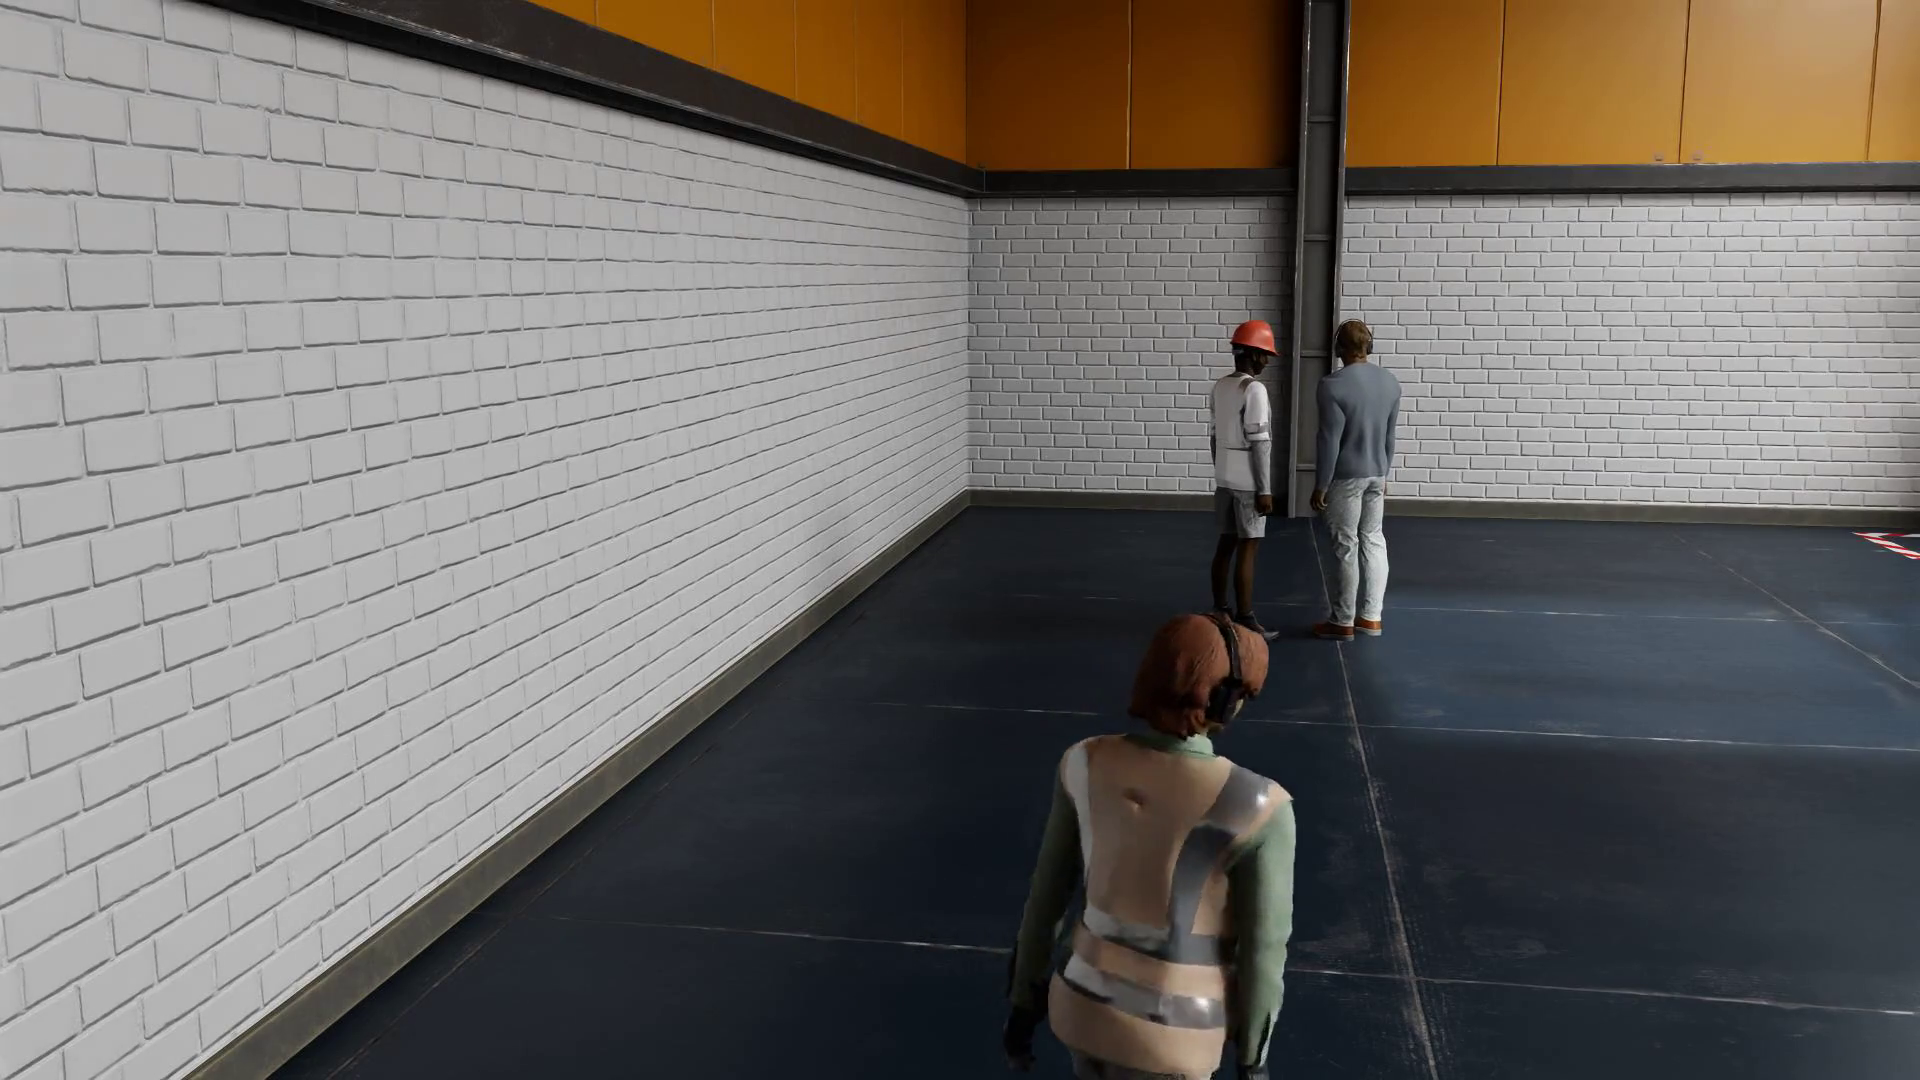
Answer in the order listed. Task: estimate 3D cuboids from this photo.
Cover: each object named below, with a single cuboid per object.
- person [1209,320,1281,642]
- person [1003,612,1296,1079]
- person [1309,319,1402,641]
[{"bbox_3d":[1.719,-0.350,10.005,0.373,1.929,0.542,-4,10,-22],"label":"person"},{"bbox_3d":[0.298,0.929,3.088,0.704,1.596,0.517,-8,12,-42],"label":"person"},{"bbox_3d":[2.366,-0.357,10.027,0.627,1.936,0.375,-6,11,-31],"label":"person"}]
